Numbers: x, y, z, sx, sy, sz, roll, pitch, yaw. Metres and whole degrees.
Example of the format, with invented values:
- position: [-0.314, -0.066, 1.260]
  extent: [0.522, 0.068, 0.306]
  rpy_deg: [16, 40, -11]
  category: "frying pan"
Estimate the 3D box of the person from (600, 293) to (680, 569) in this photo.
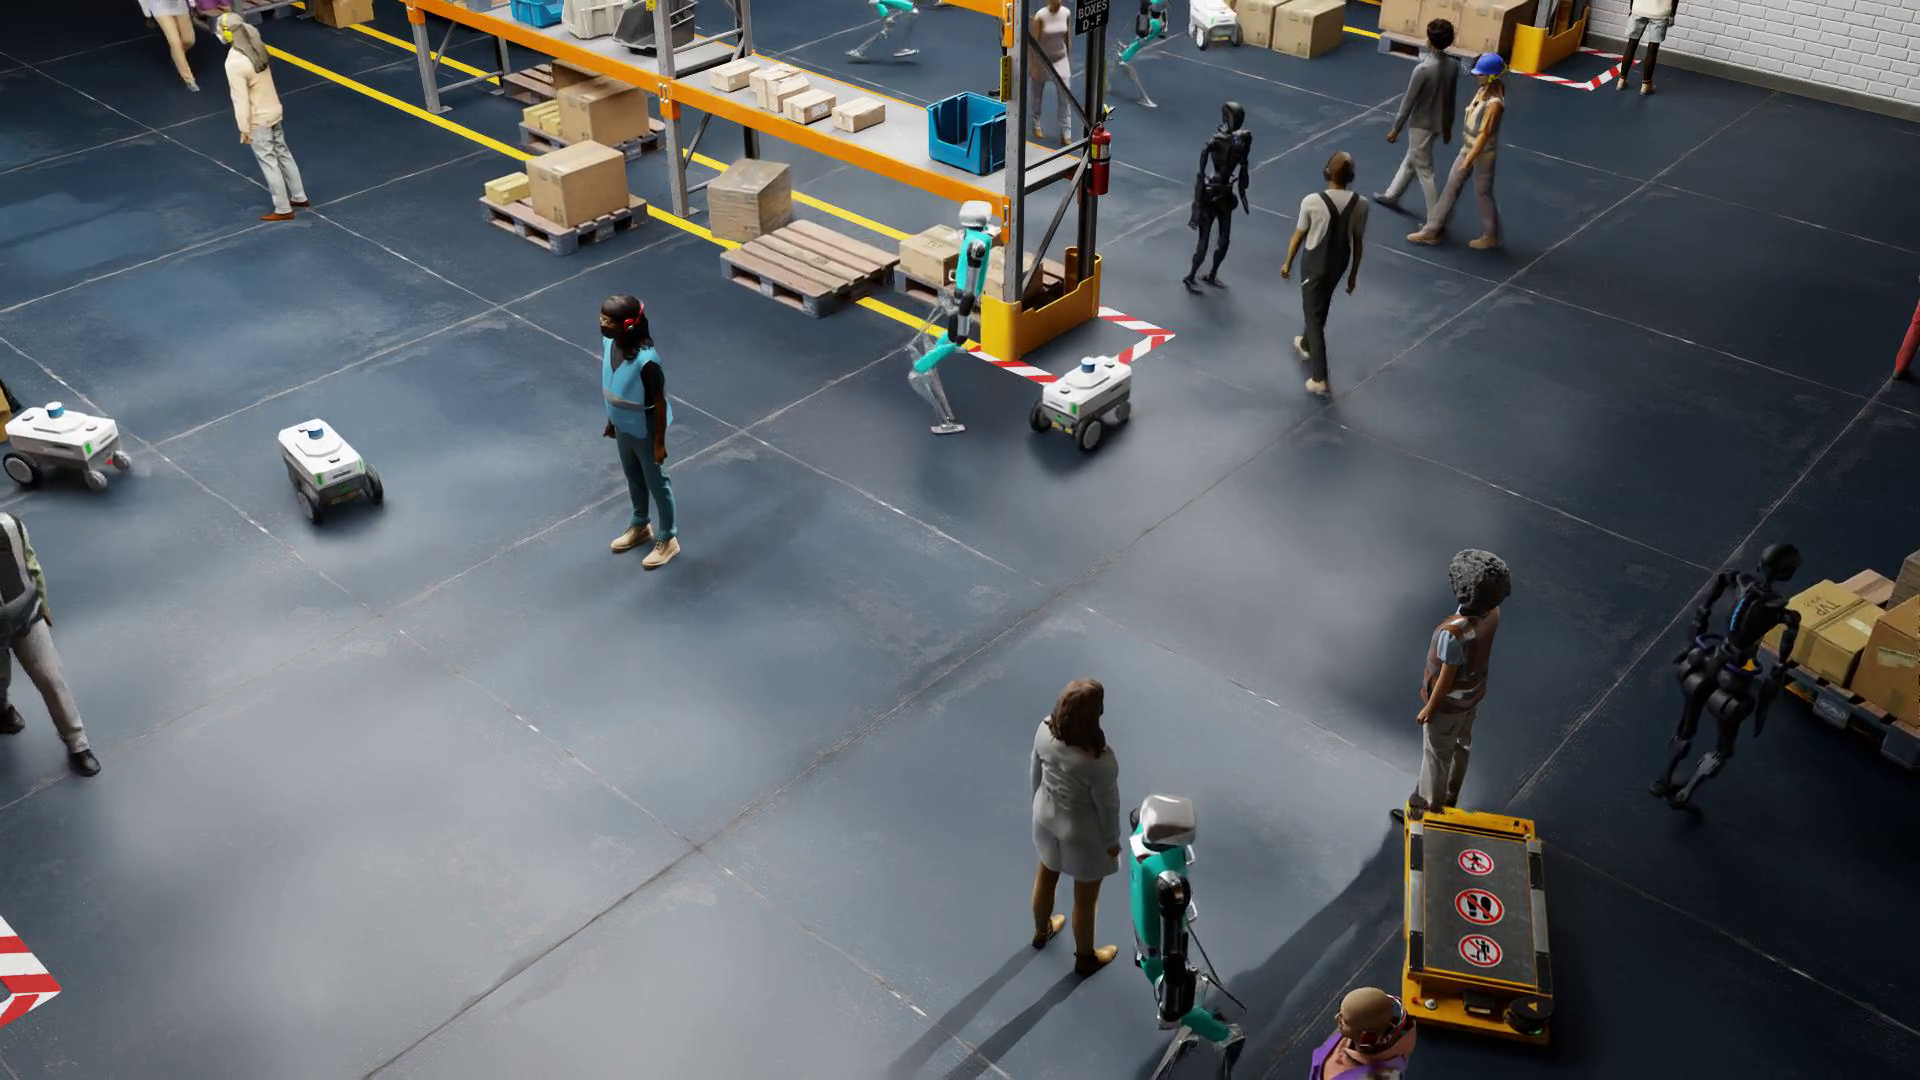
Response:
- position: [-2.008, -0.686, 10.399]
  extent: [0.529, 1.866, 0.396]
  rpy_deg: [28, 43, 34]
  category: "person"

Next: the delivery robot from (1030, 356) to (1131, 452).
- position: [0.906, -1.023, 12.054]
  extent: [0.499, 0.610, 0.814]
  rpy_deg: [27, 43, 33]
  category: "delivery robot"

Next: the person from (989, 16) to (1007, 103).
- position: [0.454, -5.515, 17.348]
  extent: [0.391, 1.927, 0.541]
  rpy_deg: [-3, 35, -4]
  category: "person"

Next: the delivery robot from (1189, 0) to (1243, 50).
- position: [2.944, -6.034, 19.305]
  extent: [0.499, 0.600, 0.802]
  rpy_deg: [-8, 35, -12]
  category: "delivery robot"

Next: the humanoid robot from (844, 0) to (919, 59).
- position: [-0.776, -6.111, 18.411]
  extent: [1.034, 1.768, 0.550]
  rpy_deg: [-1, 35, -1]
  category: "humanoid robot"

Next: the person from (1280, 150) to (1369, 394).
- position: [2.715, -2.009, 12.376]
  extent: [0.551, 1.805, 0.942]
  rpy_deg: [-6, 35, -8]
  category: "person"

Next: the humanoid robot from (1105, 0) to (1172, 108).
- position: [1.803, -5.420, 17.419]
  extent: [0.881, 1.820, 0.547]
  rpy_deg: [24, 41, 30]
  category: "humanoid robot"

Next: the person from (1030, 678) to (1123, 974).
- position: [0.536, 1.307, 7.689]
  extent: [0.488, 1.659, 0.343]
  rpy_deg: [29, 44, 35]
  category: "person"

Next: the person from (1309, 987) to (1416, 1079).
- position: [1.453, 2.279, 6.251]
  extent: [0.341, 1.691, 0.494]
  rpy_deg: [0, 35, 1]
  category: "person"

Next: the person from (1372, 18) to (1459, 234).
- position: [4.125, -3.683, 14.762]
  extent: [0.545, 1.846, 1.016]
  rpy_deg: [-19, 39, -25]
  category: "person"

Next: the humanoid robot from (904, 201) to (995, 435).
- position: [-0.136, -1.534, 11.783]
  extent: [0.746, 1.814, 0.531]
  rpy_deg: [2, 35, 2]
  category: "humanoid robot"

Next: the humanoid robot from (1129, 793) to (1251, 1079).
- position: [1.059, 1.783, 6.999]
  extent: [0.787, 1.821, 0.557]
  rpy_deg: [-5, 35, -8]
  category: "humanoid robot"

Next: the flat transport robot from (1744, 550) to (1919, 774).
- position: [5.259, 0.876, 9.540]
  extent: [0.659, 0.231, 1.431]
  rpy_deg: [-20, 39, -27]
  category: "flat transport robot"

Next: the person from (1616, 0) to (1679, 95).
- position: [7.344, -5.594, 17.657]
  extent: [0.540, 1.695, 0.316]
  rpy_deg: [24, 41, 31]
  category: "person"

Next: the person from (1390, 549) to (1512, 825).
- position: [2.505, 0.772, 8.439]
  extent: [0.312, 1.690, 0.436]
  rpy_deg: [28, 43, 34]
  category: "person"

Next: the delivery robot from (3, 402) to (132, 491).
- position: [-6.216, -0.670, 11.543]
  extent: [0.814, 0.610, 0.499]
  rpy_deg: [9, 36, 13]
  category: "delivery robot"

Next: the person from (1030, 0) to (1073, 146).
- position: [0.902, -4.691, 16.415]
  extent: [0.437, 1.605, 0.785]
  rpy_deg: [-9, 36, -13]
  category: "person"

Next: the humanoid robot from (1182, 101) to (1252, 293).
- position: [2.110, -2.833, 13.688]
  extent: [0.584, 1.643, 0.397]
  rpy_deg: [-22, 40, -29]
  category: "humanoid robot"

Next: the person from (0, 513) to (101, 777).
- position: [-5.140, 0.414, 8.870]
  extent: [0.874, 1.801, 0.580]
  rpy_deg: [29, 44, 35]
  category: "person"

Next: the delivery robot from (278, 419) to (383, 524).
- position: [-4.320, -0.522, 11.293]
  extent: [0.499, 0.570, 0.753]
  rpy_deg: [-26, 42, -32]
  category: "delivery robot"

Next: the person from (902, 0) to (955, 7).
- position: [-0.481, -7.295, 20.119]
  extent: [0.937, 1.696, 0.534]
  rpy_deg: [3, 35, 4]
  category: "person"

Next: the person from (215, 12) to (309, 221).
- position: [-6.278, -3.786, 14.902]
  extent: [0.392, 1.866, 0.570]
  rpy_deg: [5, 35, 7]
  category: "person"

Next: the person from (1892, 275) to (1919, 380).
- position: [7.396, -1.955, 12.332]
  extent: [0.516, 1.756, 0.335]
  rpy_deg: [25, 42, 31]
  category: "person"

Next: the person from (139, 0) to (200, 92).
- position: [-8.500, -5.737, 17.831]
  extent: [0.675, 1.726, 0.568]
  rpy_deg: [29, 44, 35]
  category: "person"

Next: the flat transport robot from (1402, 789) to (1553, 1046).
- position: [2.524, 1.817, 8.178]
  extent: [0.659, 0.231, 1.431]
  rpy_deg: [7, 35, 11]
  category: "flat transport robot"

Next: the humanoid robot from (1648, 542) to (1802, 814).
- position: [3.885, 0.703, 8.564]
  extent: [0.460, 1.638, 0.606]
  rpy_deg: [-17, 38, -23]
  category: "humanoid robot"

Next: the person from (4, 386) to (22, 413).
- position: [-7.134, -1.617, 11.726]
  extent: [0.573, 1.893, 0.560]
  rpy_deg: [9, 36, 12]
  category: "person"

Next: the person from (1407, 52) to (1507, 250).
- position: [4.425, -3.335, 14.334]
  extent: [0.798, 1.738, 0.468]
  rpy_deg: [-3, 35, -4]
  category: "person"
